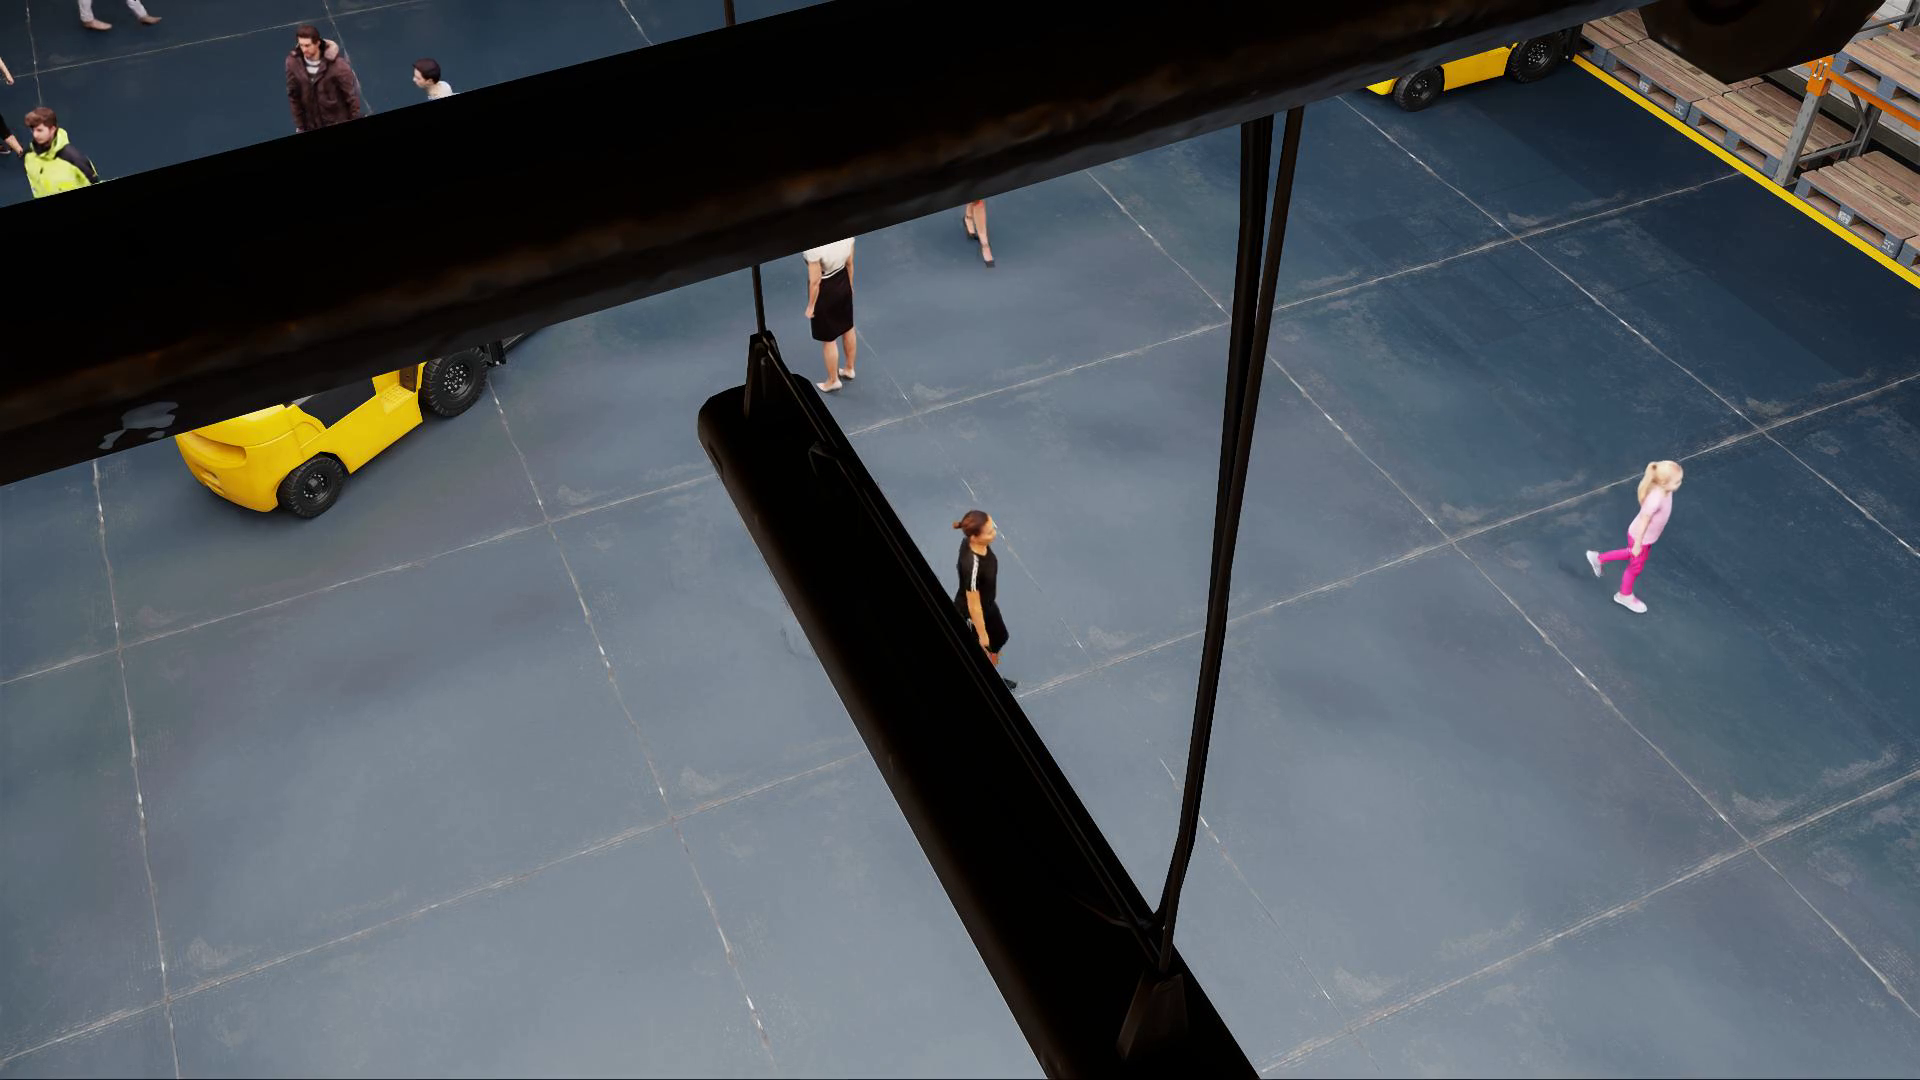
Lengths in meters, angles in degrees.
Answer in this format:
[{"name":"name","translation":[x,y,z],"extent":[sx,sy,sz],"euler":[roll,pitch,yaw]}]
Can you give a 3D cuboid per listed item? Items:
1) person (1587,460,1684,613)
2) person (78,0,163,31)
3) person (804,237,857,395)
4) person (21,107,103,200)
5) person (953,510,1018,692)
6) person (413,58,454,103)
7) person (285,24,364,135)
[{"name":"person","translation":[4.618,-0.073,11.369],"extent":[0.819,1.263,0.672],"euler":[30,51,27]},{"name":"person","translation":[-9.163,-6.185,17.367],"extent":[1.113,1.838,1.171],"euler":[1,44,1]},{"name":"person","translation":[-0.988,-1.887,12.916],"extent":[0.656,1.756,0.700],"euler":[34,53,30]},{"name":"person","translation":[-7.156,-2.688,13.617],"extent":[1.222,1.948,1.297],"euler":[13,45,13]},{"name":"person","translation":[0.011,0.428,10.555],"extent":[0.818,1.661,0.757],"euler":[8,44,9]},{"name":"person","translation":[-4.262,-3.267,14.318],"extent":[0.968,1.819,1.213],"euler":[-6,44,-6]},{"name":"person","translation":[-5.600,-3.771,14.854],"extent":[1.167,1.810,1.306],"euler":[8,44,8]}]
